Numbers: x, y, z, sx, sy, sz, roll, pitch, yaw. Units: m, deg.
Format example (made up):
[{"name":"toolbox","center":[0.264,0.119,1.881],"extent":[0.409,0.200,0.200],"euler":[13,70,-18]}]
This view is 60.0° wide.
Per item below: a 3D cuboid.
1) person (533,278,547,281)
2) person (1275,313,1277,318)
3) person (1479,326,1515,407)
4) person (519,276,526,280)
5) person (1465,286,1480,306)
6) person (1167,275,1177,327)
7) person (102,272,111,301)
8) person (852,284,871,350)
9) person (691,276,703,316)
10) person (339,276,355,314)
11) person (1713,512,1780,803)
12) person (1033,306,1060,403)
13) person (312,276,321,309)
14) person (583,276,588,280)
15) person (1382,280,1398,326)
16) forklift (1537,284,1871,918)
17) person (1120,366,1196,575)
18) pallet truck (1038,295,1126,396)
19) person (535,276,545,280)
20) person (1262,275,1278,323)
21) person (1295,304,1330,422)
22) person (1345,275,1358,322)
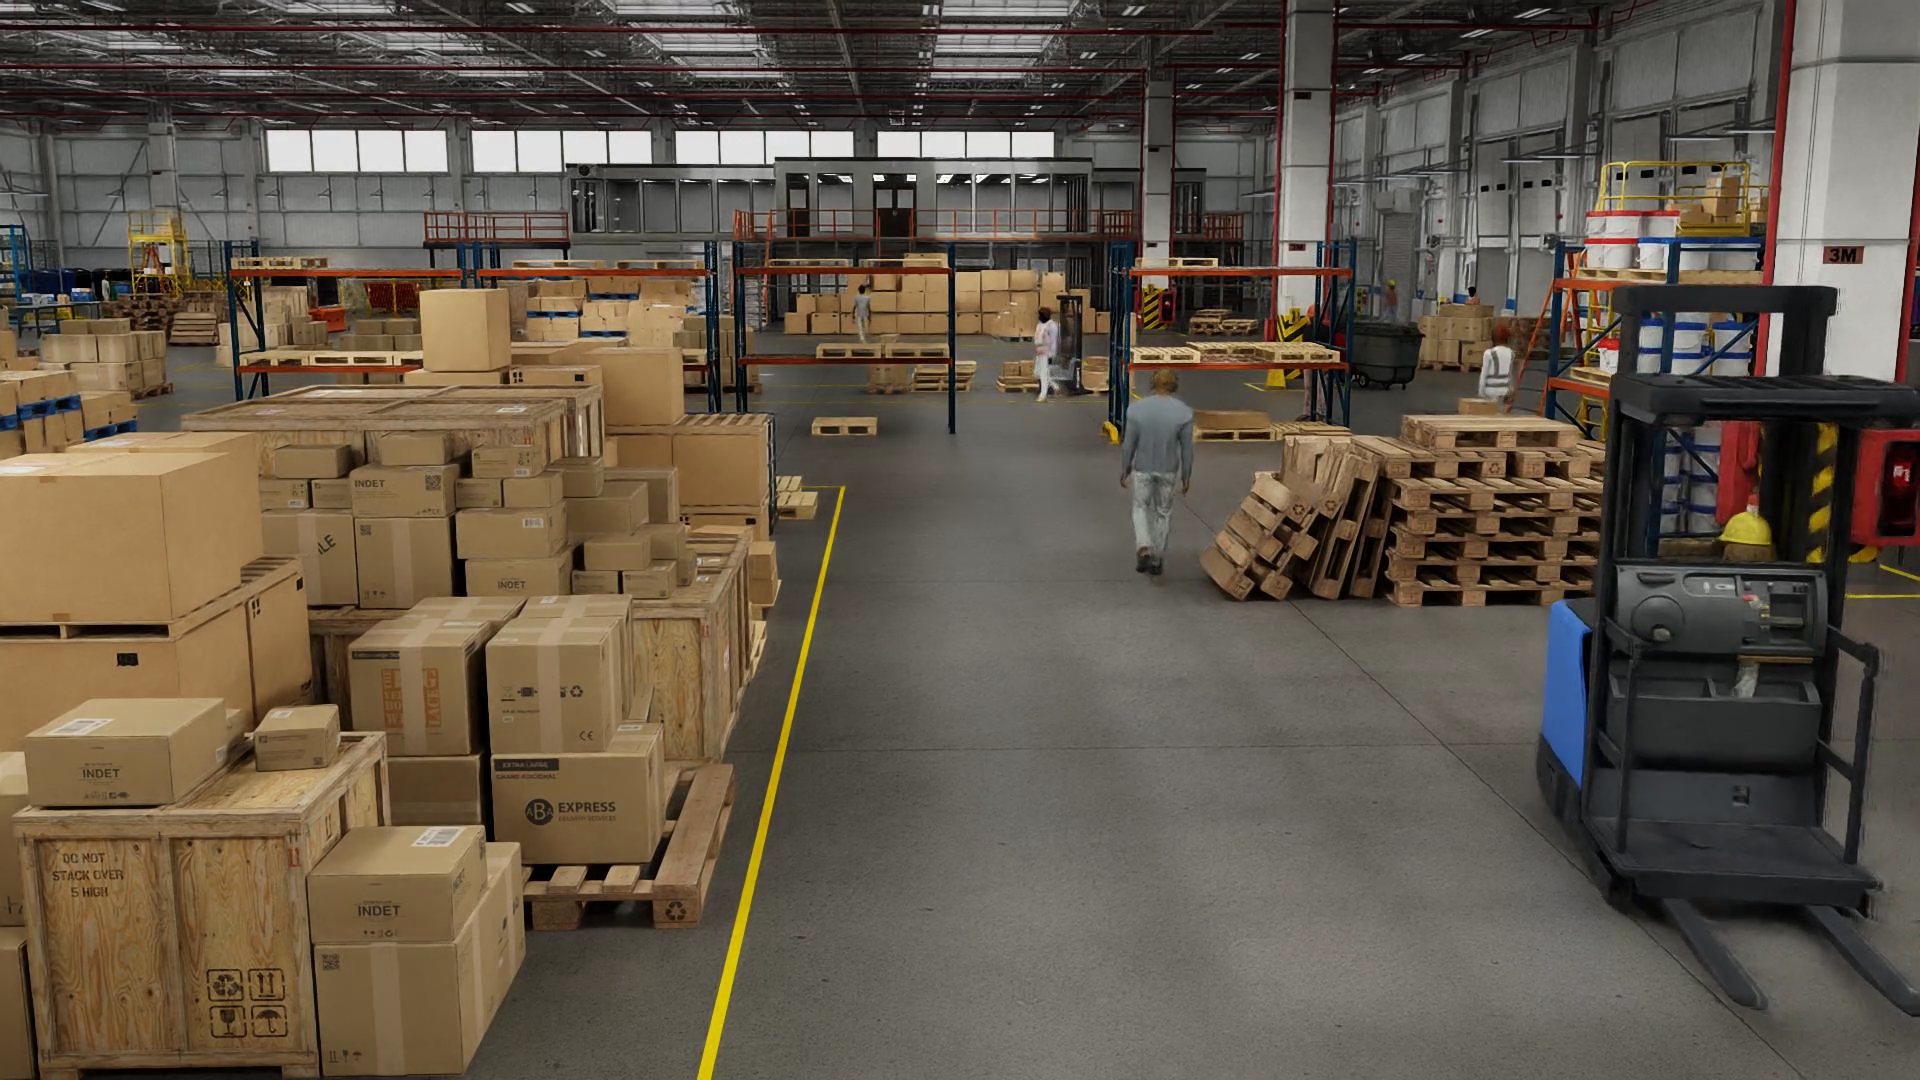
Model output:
[{"name":"person","center":[-17.018,-9.999,67.470],"extent":[0.587,1.892,0.856],"euler":[-3,11,-18]},{"name":"person","center":[11.414,-8.412,58.824],"extent":[0.631,1.813,0.846],"euler":[-8,13,-38]},{"name":"person","center":[7.599,-2.083,23.433],"extent":[0.590,1.867,0.691],"euler":[-6,12,-31]},{"name":"person","center":[-14.972,-8.156,57.045],"extent":[0.553,1.934,0.363],"euler":[-2,10,-9]},{"name":"person","center":[15.326,-6.750,49.882],"extent":[0.318,1.698,0.533],"euler":[-6,12,-31]},{"name":"person","center":[7.545,-8.610,59.412],"extent":[0.391,1.995,0.613],"euler":[2,10,9]},{"name":"person","center":[-32.935,-9.408,64.221],"extent":[0.312,1.864,0.532],"euler":[-10,14,-44]},{"name":"person","center":[-2.769,-6.287,46.900],"extent":[0.526,1.843,0.817],"euler":[-4,11,-19]},{"name":"person","center":[-8.895,-8.056,56.613],"extent":[0.965,1.891,0.638],"euler":[-8,13,-39]},{"name":"person","center":[-25.762,-10.388,69.803],"extent":[0.572,1.837,1.014],"euler":[1,10,7]},{"name":"person","center":[3.775,0.727,8.102],"extent":[0.297,1.744,0.487],"euler":[4,11,21]},{"name":"person","center":[1.646,-3.503,31.427],"extent":[0.524,1.826,0.637],"euler":[-5,11,-25]},{"name":"person","center":[-25.290,-9.569,65.421],"extent":[0.345,1.756,0.518],"euler":[-7,12,-33]},{"name":"person","center":[-10.955,-6.780,49.112],"extent":[0.605,2.033,0.391],"euler":[4,11,22]},{"name":"person","center":[14.588,-7.942,56.391],"extent":[0.549,1.746,0.627],"euler":[-5,11,-27]},{"name":"forklift","center":[3.616,0.151,8.138],"extent":[1.129,2.768,1.873],"euler":[1,10,8]},{"name":"person","center":[1.788,-0.602,15.049],"extent":[0.672,1.919,0.494],"euler":[1,10,8]},{"name":"pallet truck","center":[2.483,-3.881,33.060],"extent":[1.885,1.965,0.823],"euler":[-7,13,-36]},{"name":"person","center":[-15.532,-9.084,61.923],"extent":[0.538,2.000,0.683],"euler":[-7,12,-32]},{"name":"person","center":[11.636,-9.132,62.448],"extent":[0.605,1.948,0.406],"euler":[5,11,25]},{"name":"person","center":[5.966,-2.969,28.015],"extent":[0.391,1.986,0.609],"euler":[-8,13,-38]},{"name":"person","center":[13.280,-8.034,56.409],"extent":[0.475,1.918,0.557],"euler":[0,10,-2]}]
